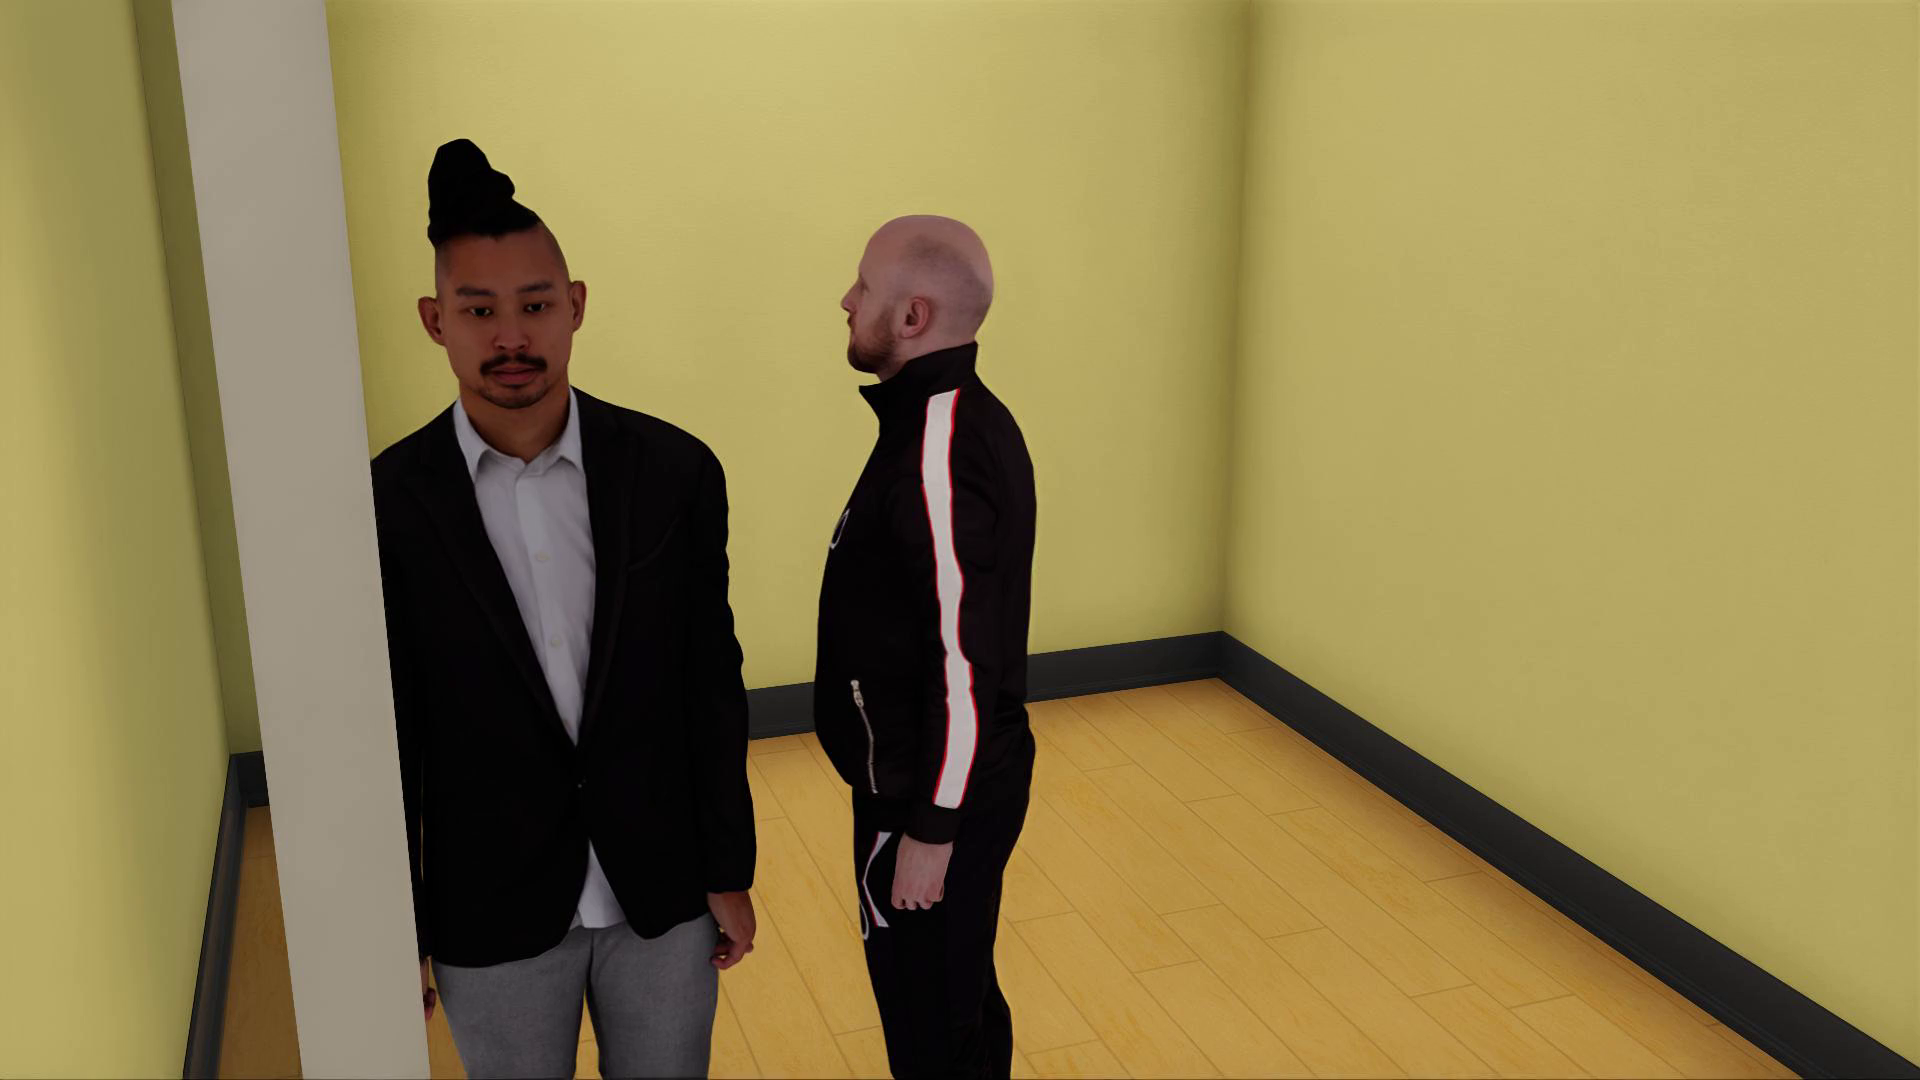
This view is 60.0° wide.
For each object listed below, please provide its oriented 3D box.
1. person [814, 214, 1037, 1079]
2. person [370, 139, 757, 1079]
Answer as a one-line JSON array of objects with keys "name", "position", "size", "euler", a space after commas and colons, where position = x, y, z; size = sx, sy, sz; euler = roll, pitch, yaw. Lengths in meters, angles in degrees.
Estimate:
[{"name": "person", "position": [-0.025, 0.414, 2.622], "size": [0.720, 1.836, 0.759], "euler": [1, 16, 2]}, {"name": "person", "position": [-0.558, 0.434, 2.338], "size": [0.532, 1.952, 0.766], "euler": [-6, 17, -21]}]
